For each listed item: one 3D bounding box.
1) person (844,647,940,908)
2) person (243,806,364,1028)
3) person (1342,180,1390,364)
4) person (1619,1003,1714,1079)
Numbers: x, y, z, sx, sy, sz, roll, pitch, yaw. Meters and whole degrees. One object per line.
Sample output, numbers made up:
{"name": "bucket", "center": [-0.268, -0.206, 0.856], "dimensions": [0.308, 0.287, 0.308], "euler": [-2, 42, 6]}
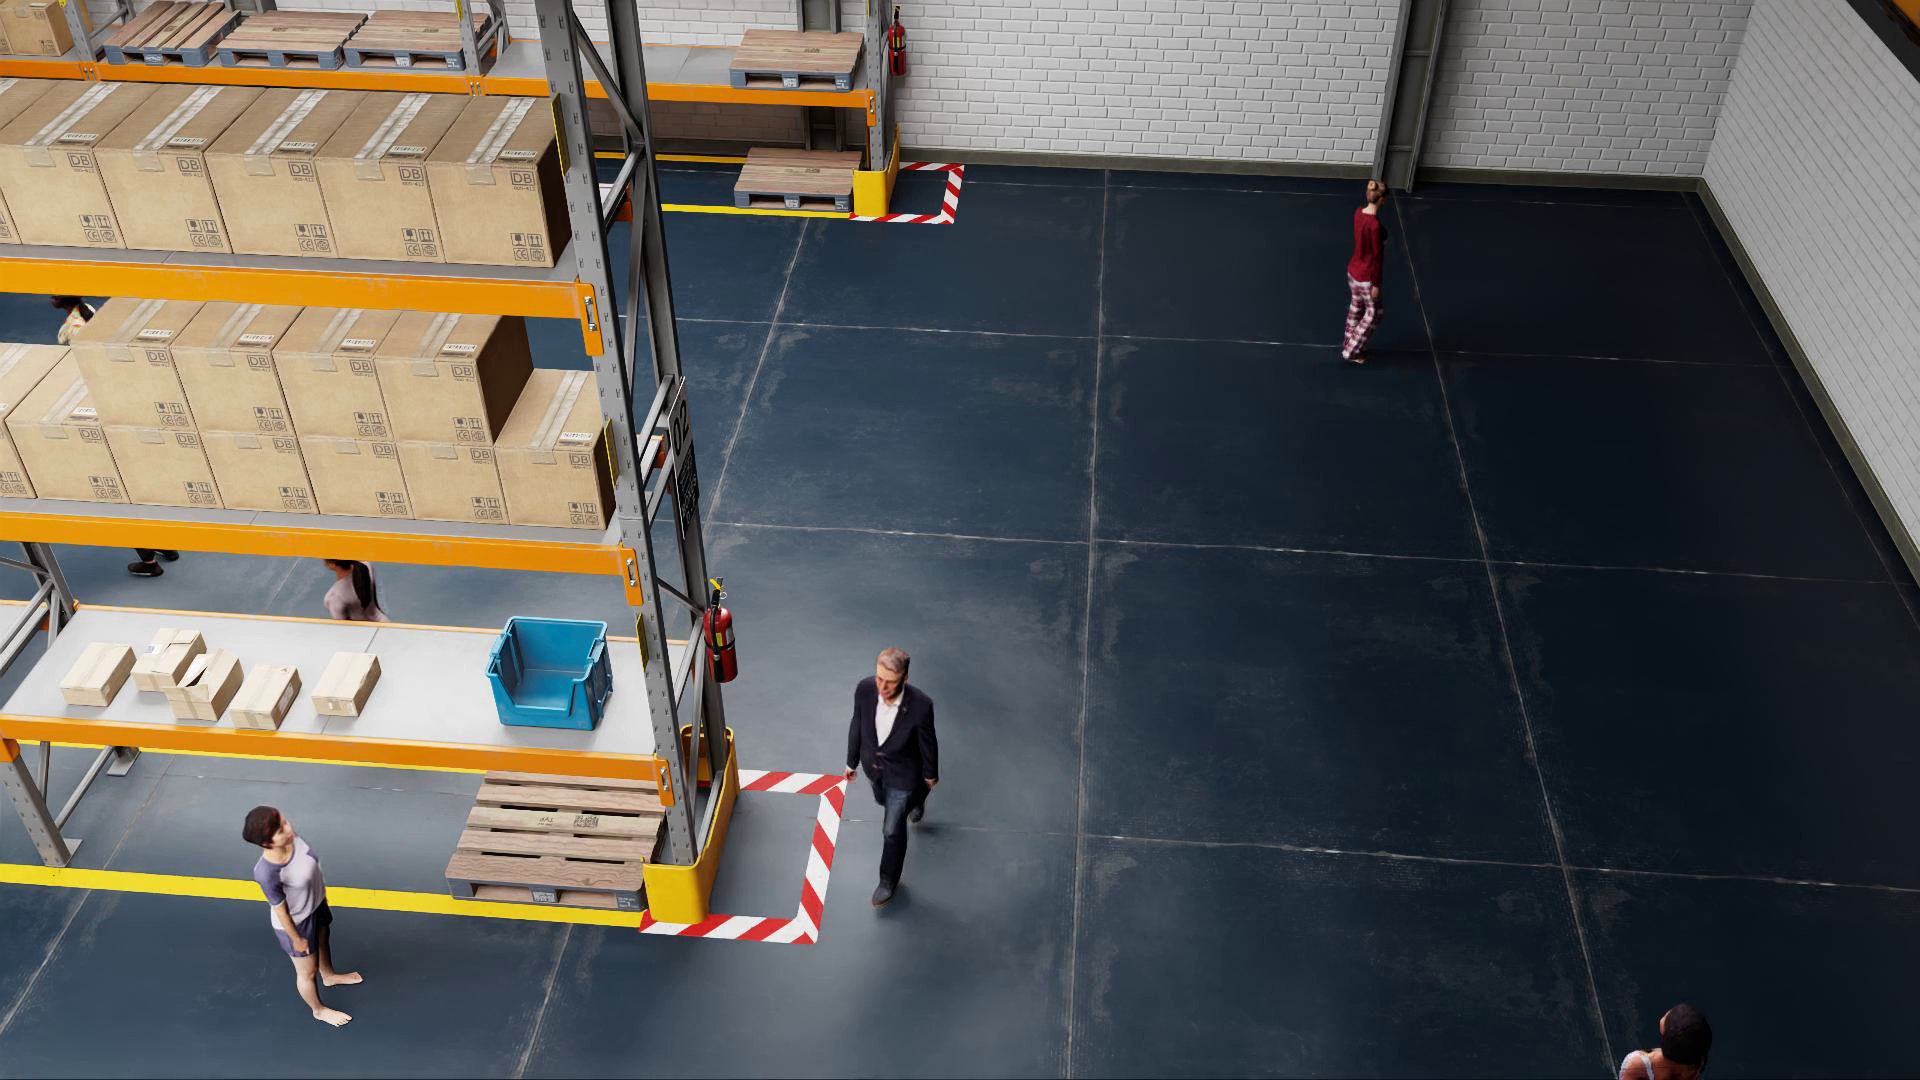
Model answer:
{"name": "person", "center": [-0.362, 1.263, 9.816], "dimensions": [1.169, 1.786, 1.041], "euler": [19, 42, 22]}
{"name": "person", "center": [-3.593, 2.014, 9.052], "dimensions": [0.539, 1.564, 0.577], "euler": [0, 39, 0]}
{"name": "person", "center": [3.456, -2.309, 14.358], "dimensions": [0.698, 1.700, 0.751], "euler": [-9, 39, -11]}
{"name": "person", "center": [3.264, 2.841, 7.921], "dimensions": [0.744, 1.685, 0.741], "euler": [-6, 39, -7]}
